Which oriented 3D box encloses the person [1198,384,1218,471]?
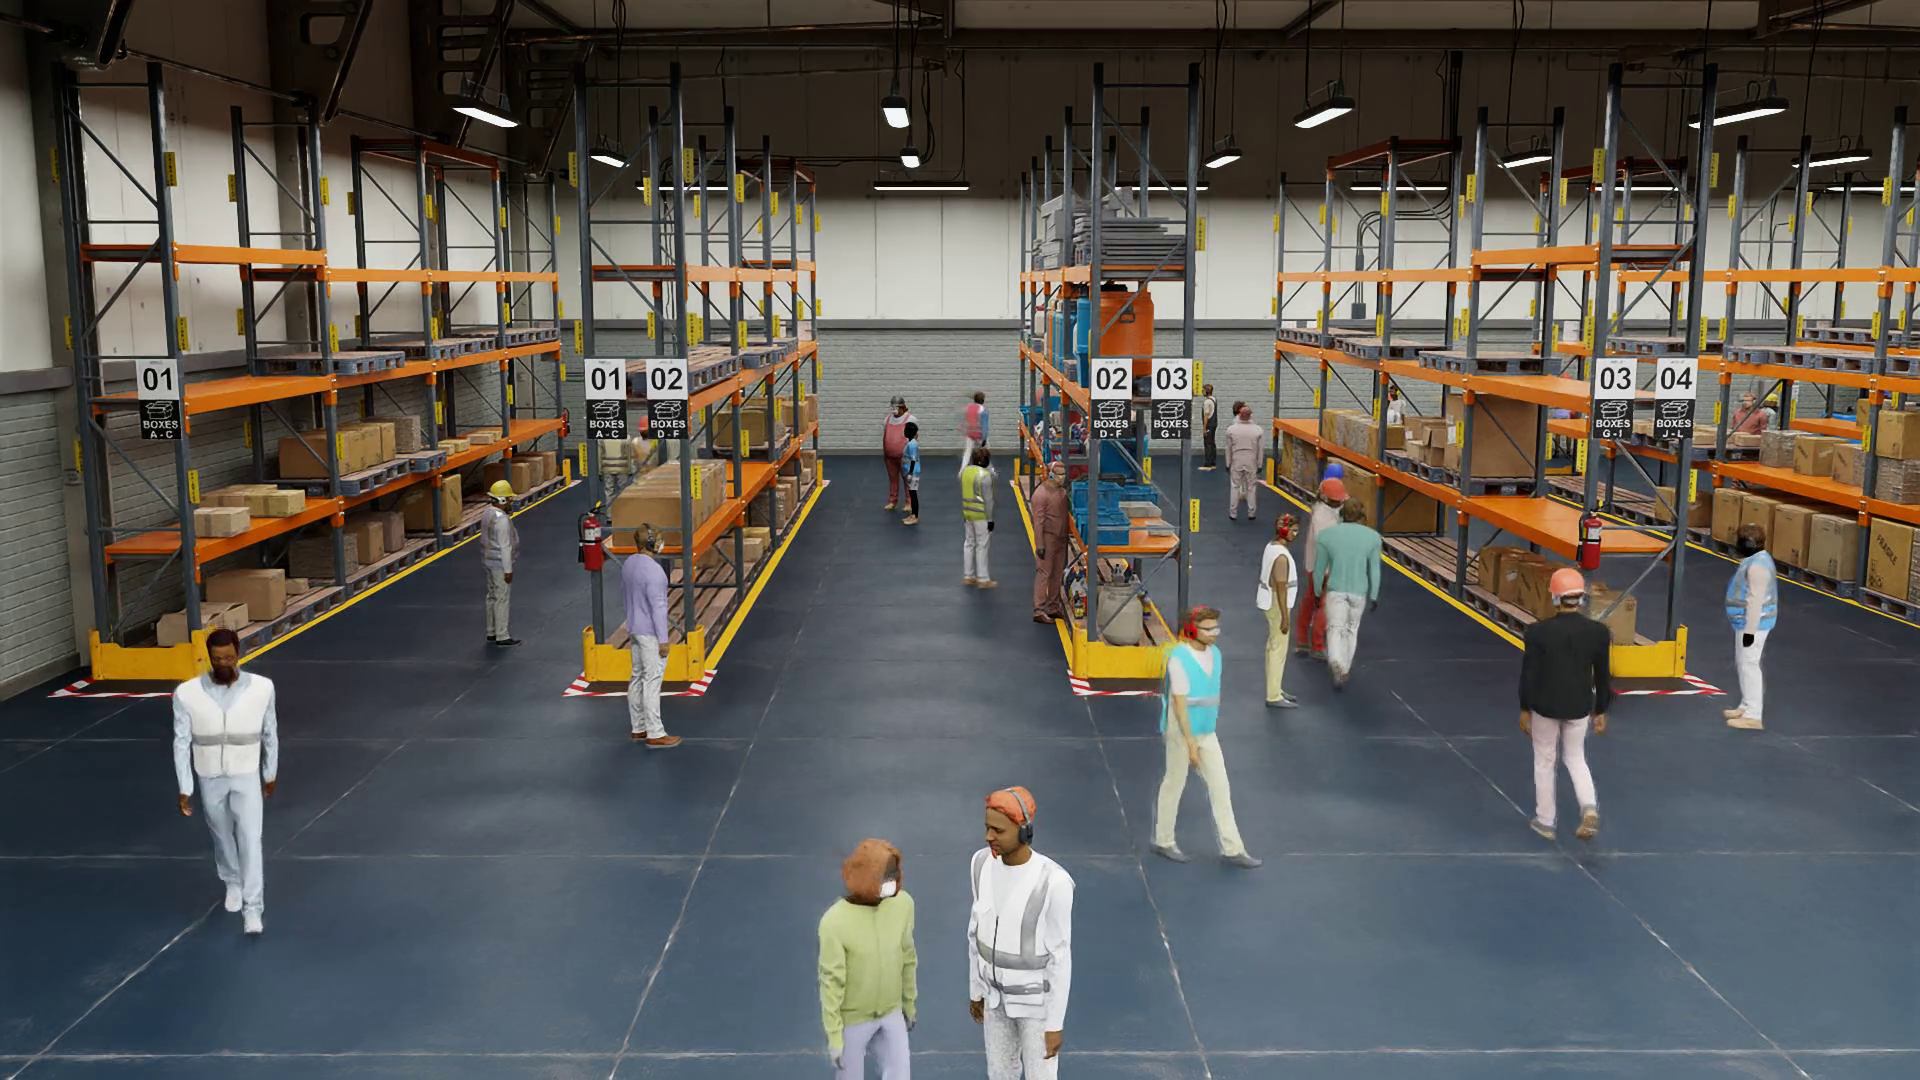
[{"bbox_3d":[5.246,-2.372,35.062,0.348,1.839,0.504,5,10,31],"label":"person"}]

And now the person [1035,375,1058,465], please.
[{"bbox_3d":[1.864,-2.616,36.126,0.623,1.990,0.397,3,9,16],"label":"person"}]

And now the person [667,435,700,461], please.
[{"bbox_3d":[-4.366,-1.026,26.113,0.659,1.936,0.994,2,9,13],"label":"person"}]

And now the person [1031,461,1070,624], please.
[{"bbox_3d":[1.094,0.026,19.462,0.401,1.897,0.648,6,11,34],"label":"person"}]

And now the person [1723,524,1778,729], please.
[{"bbox_3d":[7.089,0.763,14.928,0.431,1.832,0.635,4,10,24],"label":"person"}]

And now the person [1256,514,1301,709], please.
[{"bbox_3d":[2.993,0.661,15.569,0.422,1.833,0.565,1,9,3],"label":"person"}]

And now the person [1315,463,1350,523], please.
[{"bbox_3d":[4.302,0.041,19.284,0.418,1.921,0.673,-3,9,-17],"label":"person"}]

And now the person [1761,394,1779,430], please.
[{"bbox_3d":[16.318,-2.090,33.588,0.324,1.730,0.491,-1,9,-3],"label":"person"}]

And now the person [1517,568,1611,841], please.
[{"bbox_3d":[4.273,1.183,11.741,0.622,1.976,0.642,0,9,-1],"label":"person"}]

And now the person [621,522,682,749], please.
[{"bbox_3d":[-2.667,0.811,14.253,0.372,1.940,0.627,-6,11,-36],"label":"person"}]

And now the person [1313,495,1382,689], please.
[{"bbox_3d":[3.792,0.520,16.275,0.648,1.907,0.831,1,9,7],"label":"person"}]

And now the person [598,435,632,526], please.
[{"bbox_3d":[-5.618,-1.135,27.132,0.589,1.827,0.404,0,9,-3],"label":"person"}]

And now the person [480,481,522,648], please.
[{"bbox_3d":[-5.023,0.259,18.200,0.404,1.823,0.590,-6,11,-33],"label":"person"}]

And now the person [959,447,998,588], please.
[{"bbox_3d":[0.256,-0.296,21.688,0.429,1.841,0.634,-6,11,-34],"label":"person"}]

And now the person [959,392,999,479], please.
[{"bbox_3d":[0.355,-2.076,33.329,0.627,1.796,1.001,8,12,41],"label":"person"}]

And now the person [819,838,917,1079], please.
[{"bbox_3d":[-0.388,2.076,7.162,0.545,1.617,0.485,-6,11,-33],"label":"person"}]

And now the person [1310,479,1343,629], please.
[{"bbox_3d":[4.220,0.152,19.111,0.285,1.746,0.491,-4,10,-26],"label":"person"}]

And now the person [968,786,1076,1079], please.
[{"bbox_3d":[0.244,1.959,7.078,0.355,1.880,0.573,-8,12,-44],"label":"person"}]

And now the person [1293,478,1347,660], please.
[{"bbox_3d":[3.800,0.292,17.600,0.566,1.950,0.688,3,9,19],"label":"person"}]

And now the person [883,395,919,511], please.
[{"bbox_3d":[-1.077,-1.516,28.895,0.683,2.000,0.535,5,10,29],"label":"person"}]

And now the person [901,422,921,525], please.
[{"bbox_3d":[-0.804,-1.092,27.263,0.318,1.699,0.535,-1,9,-4],"label":"person"}]

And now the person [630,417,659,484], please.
[{"bbox_3d":[-4.828,-0.941,25.626,0.563,1.905,0.789,0,9,2],"label":"person"}]

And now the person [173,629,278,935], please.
[{"bbox_3d":[-4.502,1.470,10.240,0.592,1.865,1.016,-4,10,-22],"label":"person"}]

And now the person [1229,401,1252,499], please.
[{"bbox_3d":[5.163,-1.632,30.403,0.508,1.804,0.646,7,11,38],"label":"person"}]

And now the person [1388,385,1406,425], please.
[{"bbox_3d":[8.973,-2.271,34.342,0.340,1.866,0.521,-6,11,-35],"label":"person"}]

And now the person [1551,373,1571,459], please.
[{"bbox_3d":[13.588,-2.796,37.464,0.551,1.935,0.375,2,9,11],"label":"person"}]

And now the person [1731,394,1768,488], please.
[{"bbox_3d":[14.654,-1.775,30.989,0.402,1.911,0.639,-7,11,-38],"label":"person"}]

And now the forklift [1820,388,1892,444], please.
[{"bbox_3d":[20.072,-3.110,36.462,1.873,2.768,1.129,0,9,0],"label":"forklift"}]

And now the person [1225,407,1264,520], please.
[{"bbox_3d":[4.747,-1.272,27.794,0.634,1.899,0.401,1,9,8],"label":"person"}]

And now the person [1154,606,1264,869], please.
[{"bbox_3d":[1.669,1.349,11.212,0.569,1.805,0.906,-8,12,-42],"label":"person"}]
